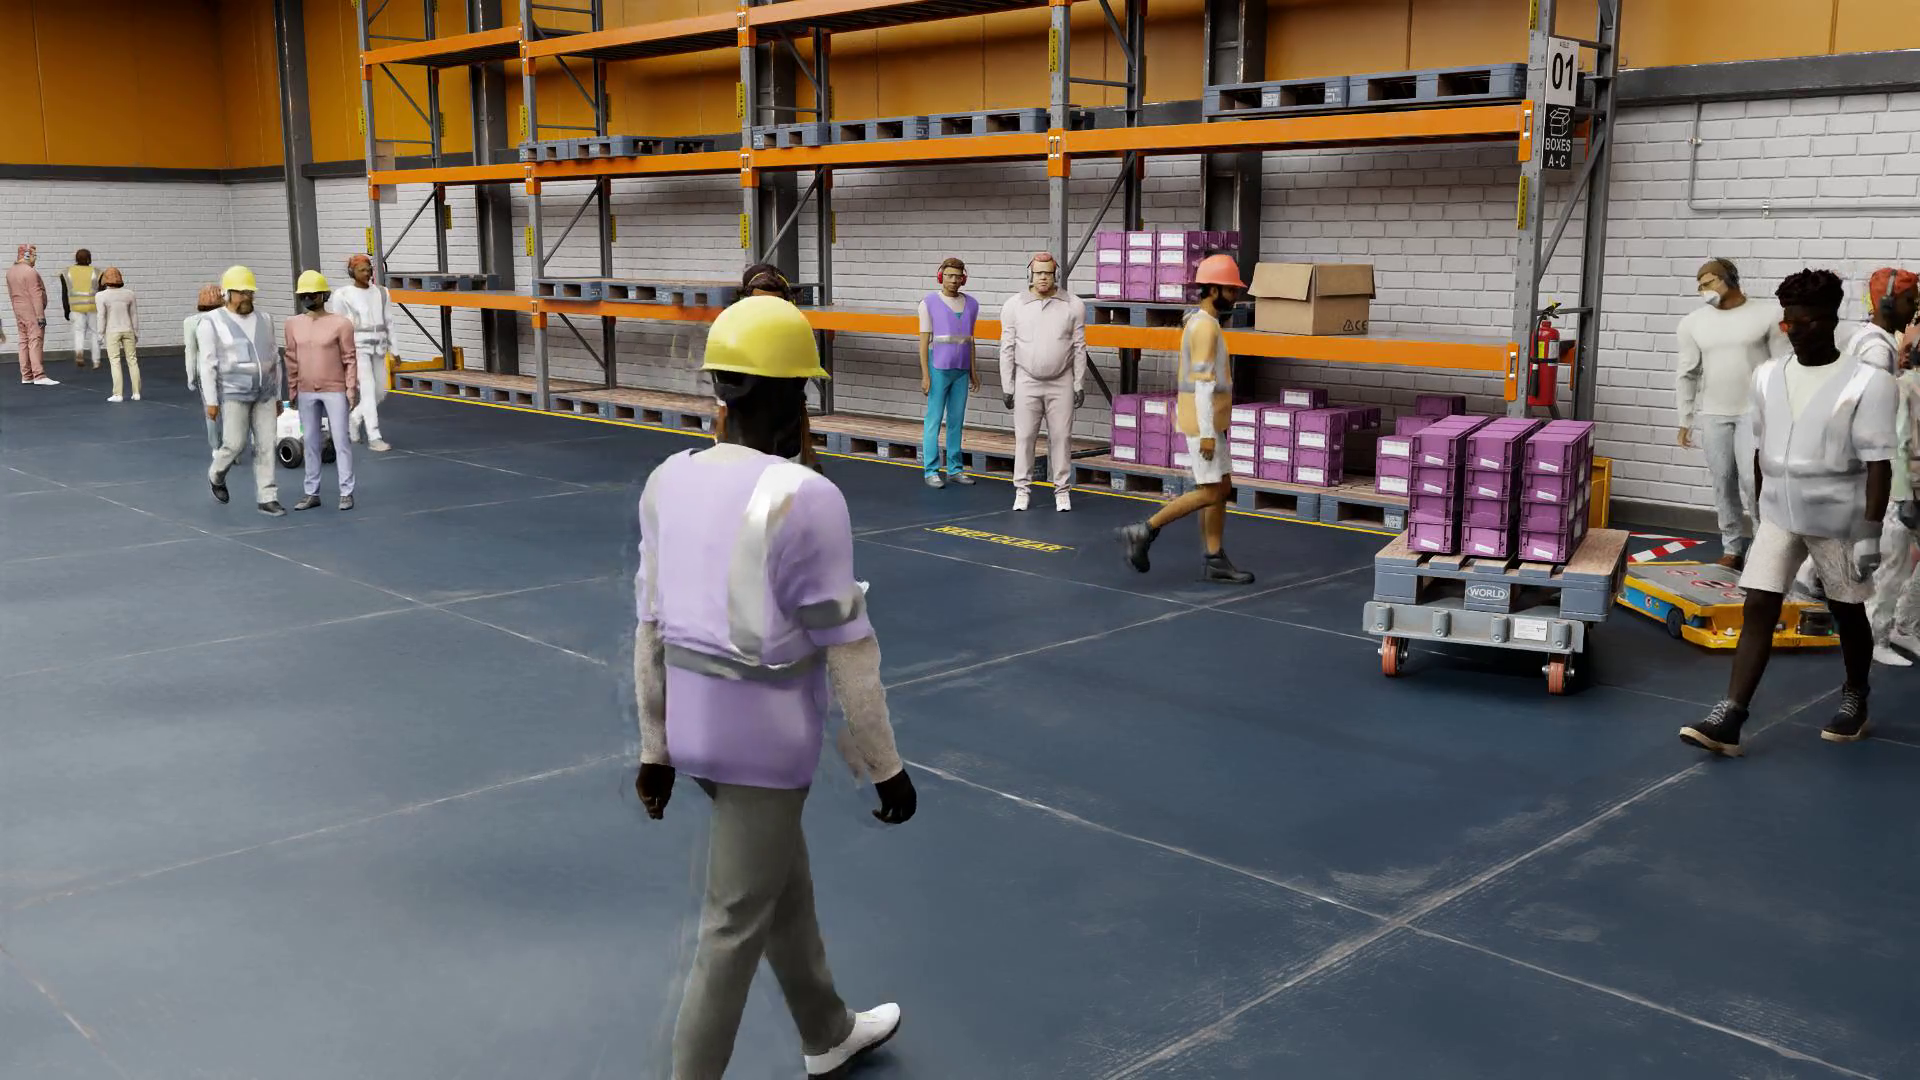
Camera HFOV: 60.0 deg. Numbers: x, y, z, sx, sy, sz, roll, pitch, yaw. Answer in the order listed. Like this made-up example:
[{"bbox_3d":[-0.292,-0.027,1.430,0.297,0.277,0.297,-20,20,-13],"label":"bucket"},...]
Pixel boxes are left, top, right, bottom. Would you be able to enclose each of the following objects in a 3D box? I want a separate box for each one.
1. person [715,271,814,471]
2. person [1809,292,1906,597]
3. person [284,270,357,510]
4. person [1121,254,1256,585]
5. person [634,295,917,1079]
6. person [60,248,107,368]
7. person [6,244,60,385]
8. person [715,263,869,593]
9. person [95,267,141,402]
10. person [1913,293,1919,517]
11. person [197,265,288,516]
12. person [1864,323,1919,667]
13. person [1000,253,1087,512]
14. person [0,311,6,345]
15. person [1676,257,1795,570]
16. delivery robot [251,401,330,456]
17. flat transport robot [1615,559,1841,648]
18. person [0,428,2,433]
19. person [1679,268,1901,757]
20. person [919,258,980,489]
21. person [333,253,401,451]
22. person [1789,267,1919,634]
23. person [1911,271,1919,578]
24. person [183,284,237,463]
[{"bbox_3d":[-0.863,-0.279,7.556,0.520,1.863,0.335,-7,13,-34],"label":"person"},{"bbox_3d":[5.102,-0.537,9.257,0.826,1.789,0.596,-7,12,-32],"label":"person"},{"bbox_3d":[-4.699,-1.091,12.242,0.526,1.768,0.331,0,10,2],"label":"person"},{"bbox_3d":[1.345,-0.681,9.581,0.691,1.916,0.547,2,11,11],"label":"person"},{"bbox_3d":[-0.364,0.421,3.667,0.915,1.889,0.598,-9,14,-41],"label":"person"},{"bbox_3d":[-13.229,-3.494,25.187,0.642,1.823,0.536,-3,11,-17],"label":"person"},{"bbox_3d":[-12.565,-3.041,22.516,0.639,1.902,0.407,7,12,33],"label":"person"},{"bbox_3d":[-0.943,-0.485,8.651,0.986,1.870,0.591,-2,11,-12],"label":"person"},{"bbox_3d":[-10.285,-2.507,20.323,0.278,1.634,0.498,8,13,38],"label":"person"},{"bbox_3d":[4.680,-0.285,7.727,0.597,1.812,0.531,-2,11,-11],"label":"person"},{"bbox_3d":[-5.210,-1.079,12.056,0.683,1.809,0.603,8,13,37],"label":"person"},{"bbox_3d":[4.454,-0.194,7.735,0.544,1.622,0.449,-8,13,-38],"label":"person"},{"bbox_3d":[0.610,-1.143,12.187,0.636,1.900,0.400,0,10,0],"label":"person"},{"bbox_3d":[-11.323,-2.395,18.978,0.941,1.908,0.630,7,12,33],"label":"person"},{"bbox_3d":[4.623,-0.725,9.919,0.728,1.891,0.422,9,14,40],"label":"person"},{"bbox_3d":[-5.936,-0.986,14.721,0.707,0.478,0.477,6,12,27],"label":"delivery robot"},{"bbox_3d":[3.879,0.308,8.694,0.652,0.197,1.431,-1,10,-5],"label":"flat transport robot"},{"bbox_3d":[-10.113,-2.076,16.858,0.615,2.041,0.392,0,10,-1],"label":"person"},{"bbox_3d":[3.304,-0.095,6.467,1.059,1.896,0.645,-6,12,-31],"label":"person"},{"bbox_3d":[-0.094,-1.348,13.436,0.564,1.841,0.394,-8,13,-37],"label":"person"},{"bbox_3d":[-5.669,-1.791,15.816,0.785,1.860,0.585,8,13,36],"label":"person"},{"bbox_3d":[4.631,-0.446,8.457,0.788,1.864,0.594,5,11,23],"label":"person"},{"bbox_3d":[5.351,-0.537,9.053,0.847,1.843,0.665,2,11,9],"label":"person"},{"bbox_3d":[-6.634,-1.489,14.872,0.515,1.597,0.838,-5,11,-23],"label":"person"}]
